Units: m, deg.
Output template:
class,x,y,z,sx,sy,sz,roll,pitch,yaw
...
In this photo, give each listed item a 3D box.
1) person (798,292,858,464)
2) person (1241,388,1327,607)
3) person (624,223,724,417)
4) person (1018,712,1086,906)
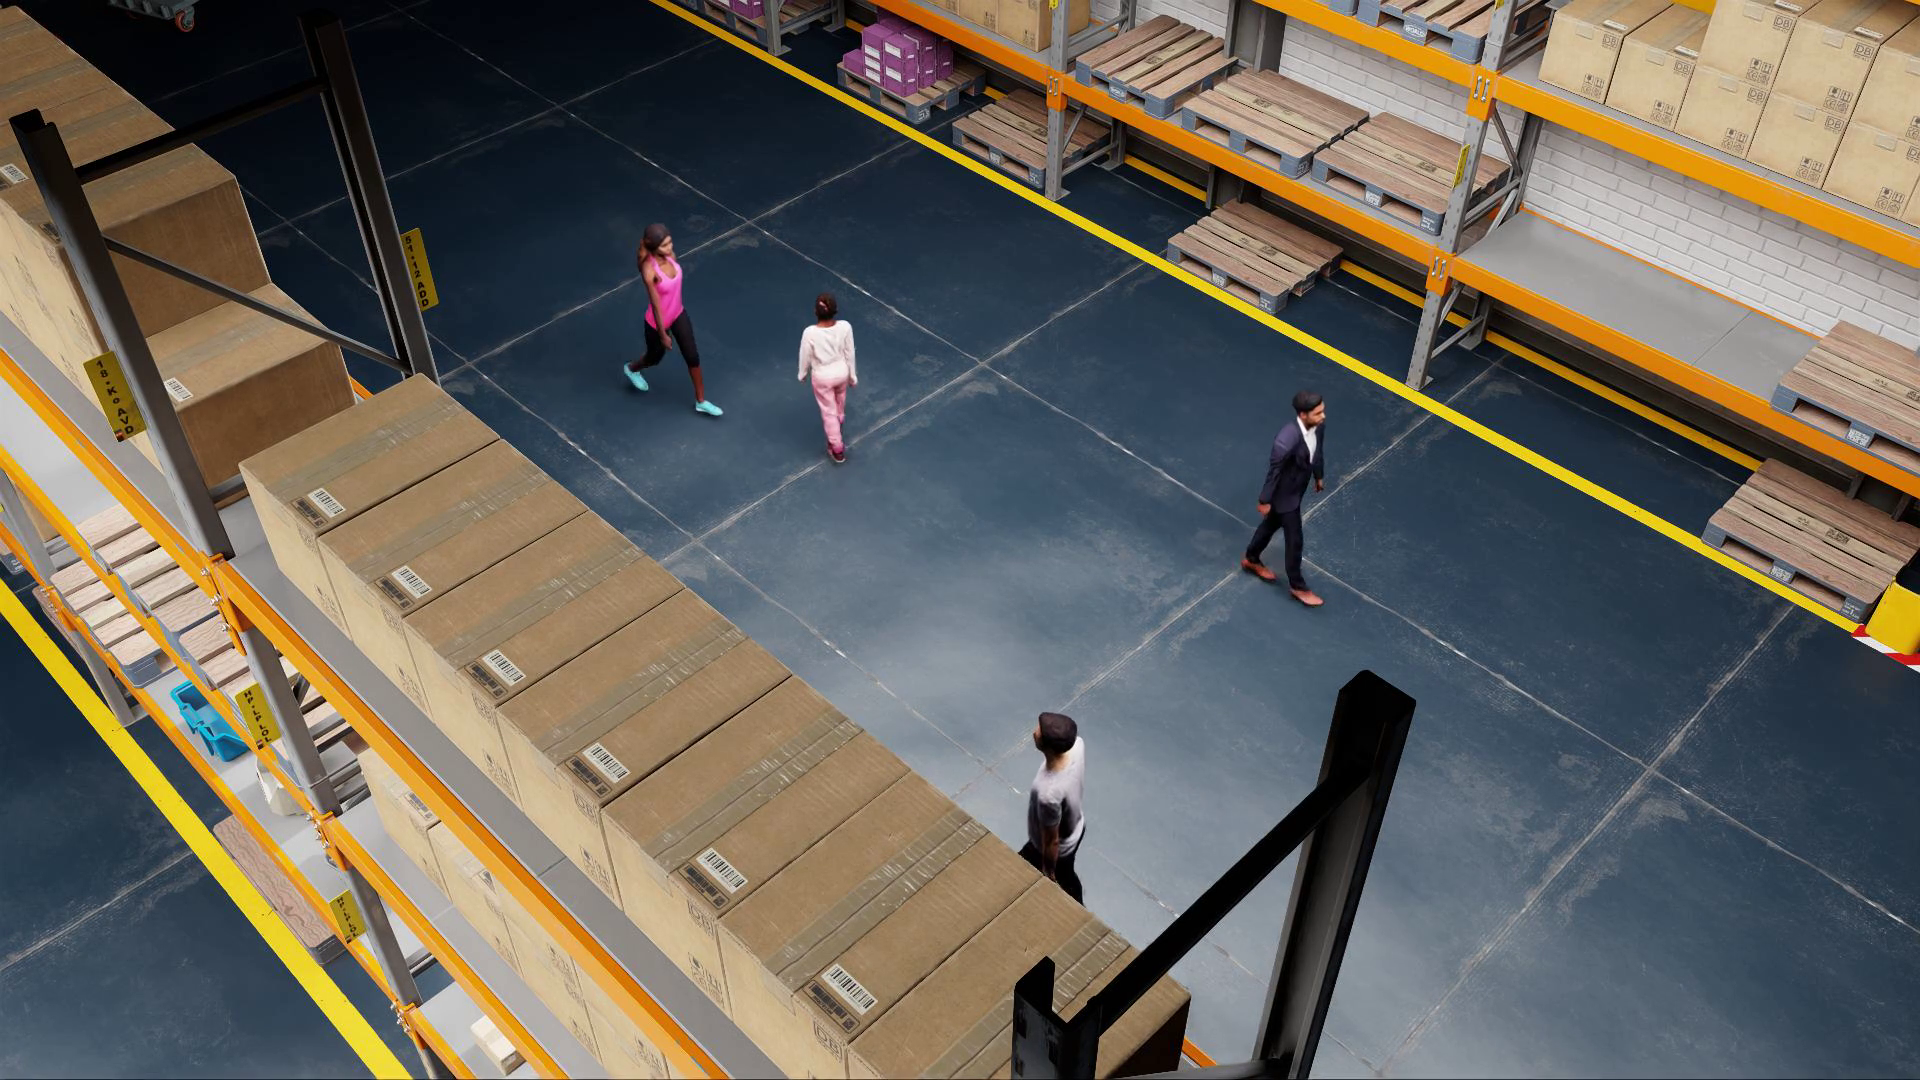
class,x,y,z,sx,sy,sz,roll,pitch,yaw
person,-0.949,-1.195,12.423,0.761,1.428,0.920,-16,46,-16
person,2.159,-0.371,11.361,0.933,1.700,0.727,30,51,27
person,-2.339,-1.696,12.763,1.159,1.684,0.646,27,50,25
person,0.603,1.656,9.126,0.899,1.848,0.852,17,46,17
